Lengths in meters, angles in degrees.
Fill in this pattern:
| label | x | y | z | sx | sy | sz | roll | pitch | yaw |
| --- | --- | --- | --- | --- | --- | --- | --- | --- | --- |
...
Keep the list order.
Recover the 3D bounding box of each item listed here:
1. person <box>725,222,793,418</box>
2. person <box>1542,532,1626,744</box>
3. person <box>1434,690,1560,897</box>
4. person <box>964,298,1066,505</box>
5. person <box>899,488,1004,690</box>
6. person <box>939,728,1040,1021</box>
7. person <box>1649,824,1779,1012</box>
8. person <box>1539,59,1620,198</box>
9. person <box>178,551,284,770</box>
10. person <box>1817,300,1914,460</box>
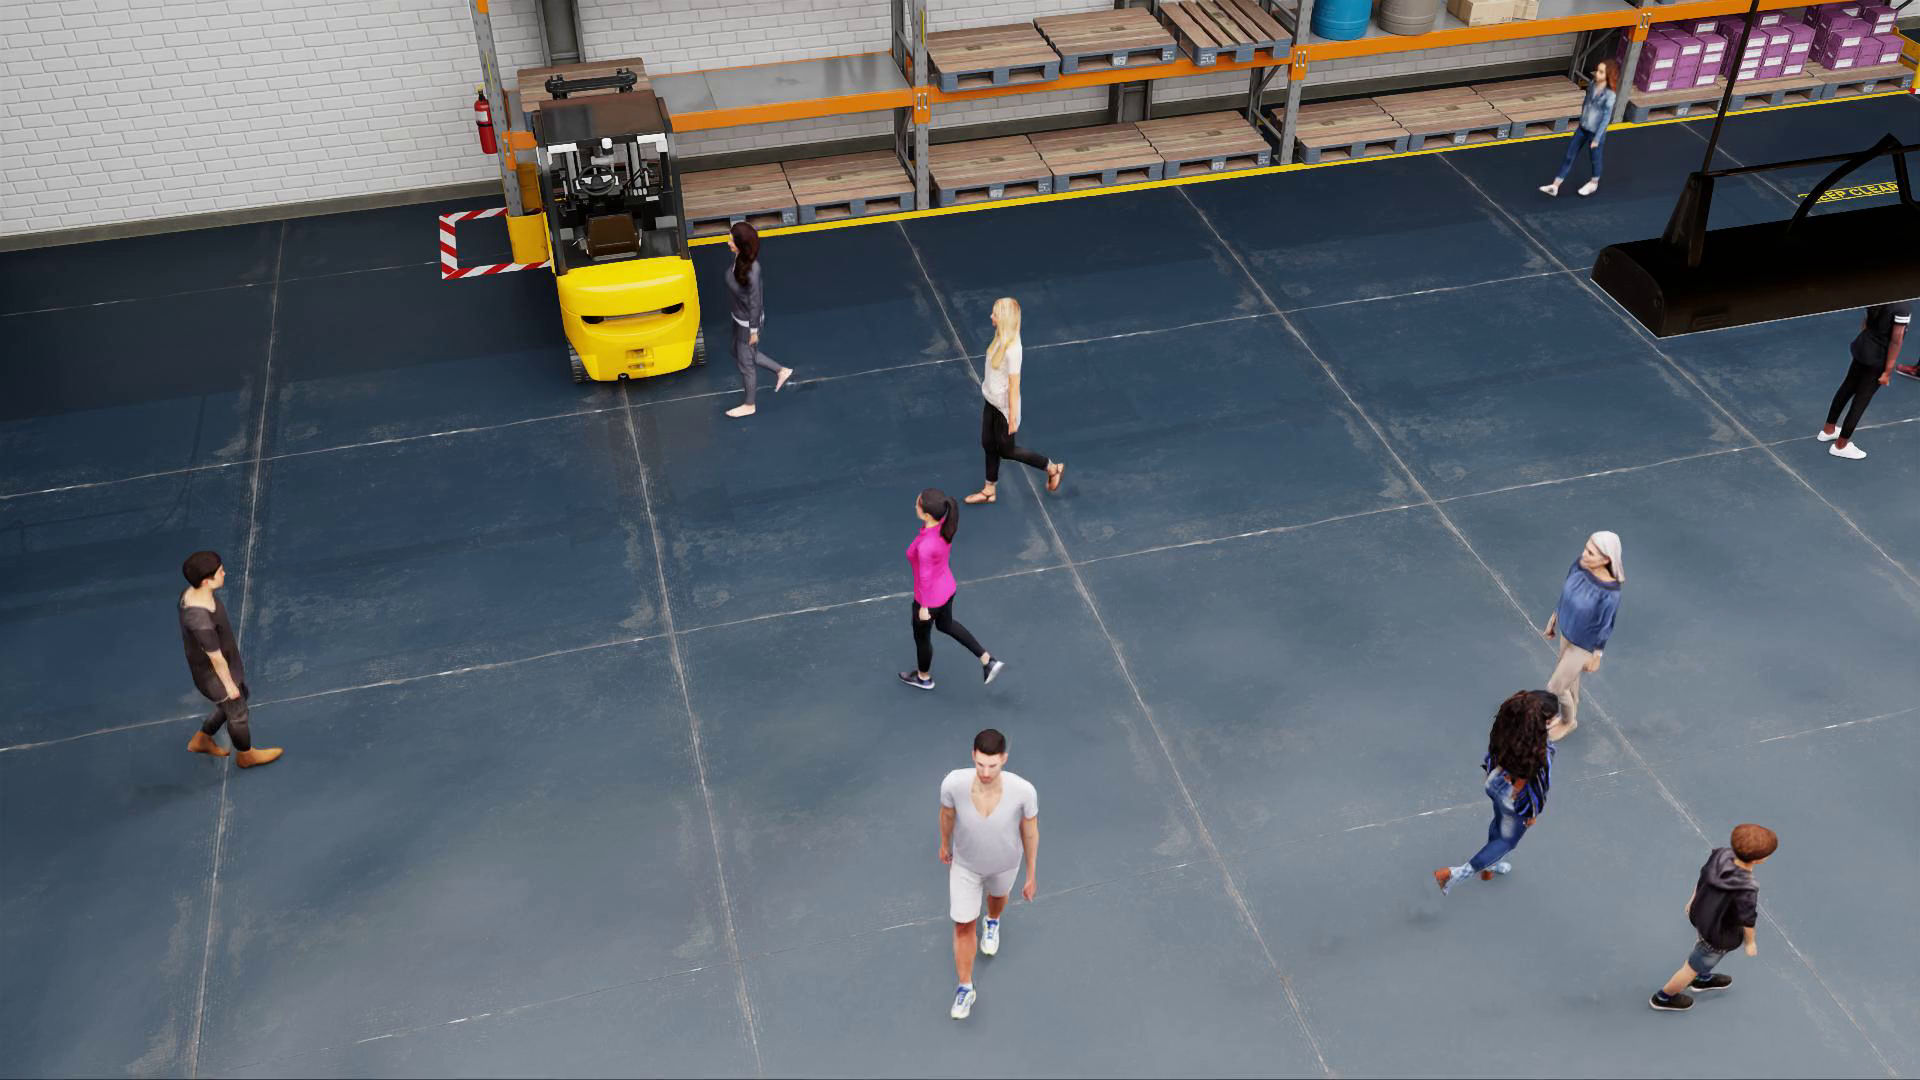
| label | x | y | z | sx | sy | sz | roll | pitch | yaw |
| --- | --- | --- | --- | --- | --- | --- | --- | --- | --- |
| person | -1.675 | -1.829 | 13.639 | 0.883 | 1.761 | 0.676 | -14 | 41 | -17 |
| person | 4.045 | 0.628 | 10.631 | 0.622 | 1.685 | 0.635 | -6 | 39 | -8 |
| person | 3.121 | 1.497 | 9.602 | 0.927 | 1.601 | 0.707 | -16 | 41 | -19 |
| person | 0.423 | -1.025 | 12.594 | 1.015 | 1.809 | 0.628 | -7 | 39 | -9 |
| person | -0.082 | 0.373 | 10.951 | 1.048 | 1.684 | 0.924 | 13 | 41 | 16 |
| person | 0.165 | 1.668 | 9.210 | 1.126 | 1.823 | 1.016 | 4 | 39 | 4 |
| person | 4.040 | 2.080 | 9.010 | 0.785 | 1.428 | 0.634 | 0 | 39 | 0 |
| person | 6.436 | -4.133 | 16.775 | 0.996 | 1.447 | 0.705 | -17 | 42 | -20 |
| person | -4.730 | 0.827 | 10.373 | 0.850 | 1.687 | 0.703 | -17 | 42 | -20 |
| person | 7.254 | -1.463 | 13.205 | 0.622 | 1.731 | 0.663 | -1 | 39 | -1 |
